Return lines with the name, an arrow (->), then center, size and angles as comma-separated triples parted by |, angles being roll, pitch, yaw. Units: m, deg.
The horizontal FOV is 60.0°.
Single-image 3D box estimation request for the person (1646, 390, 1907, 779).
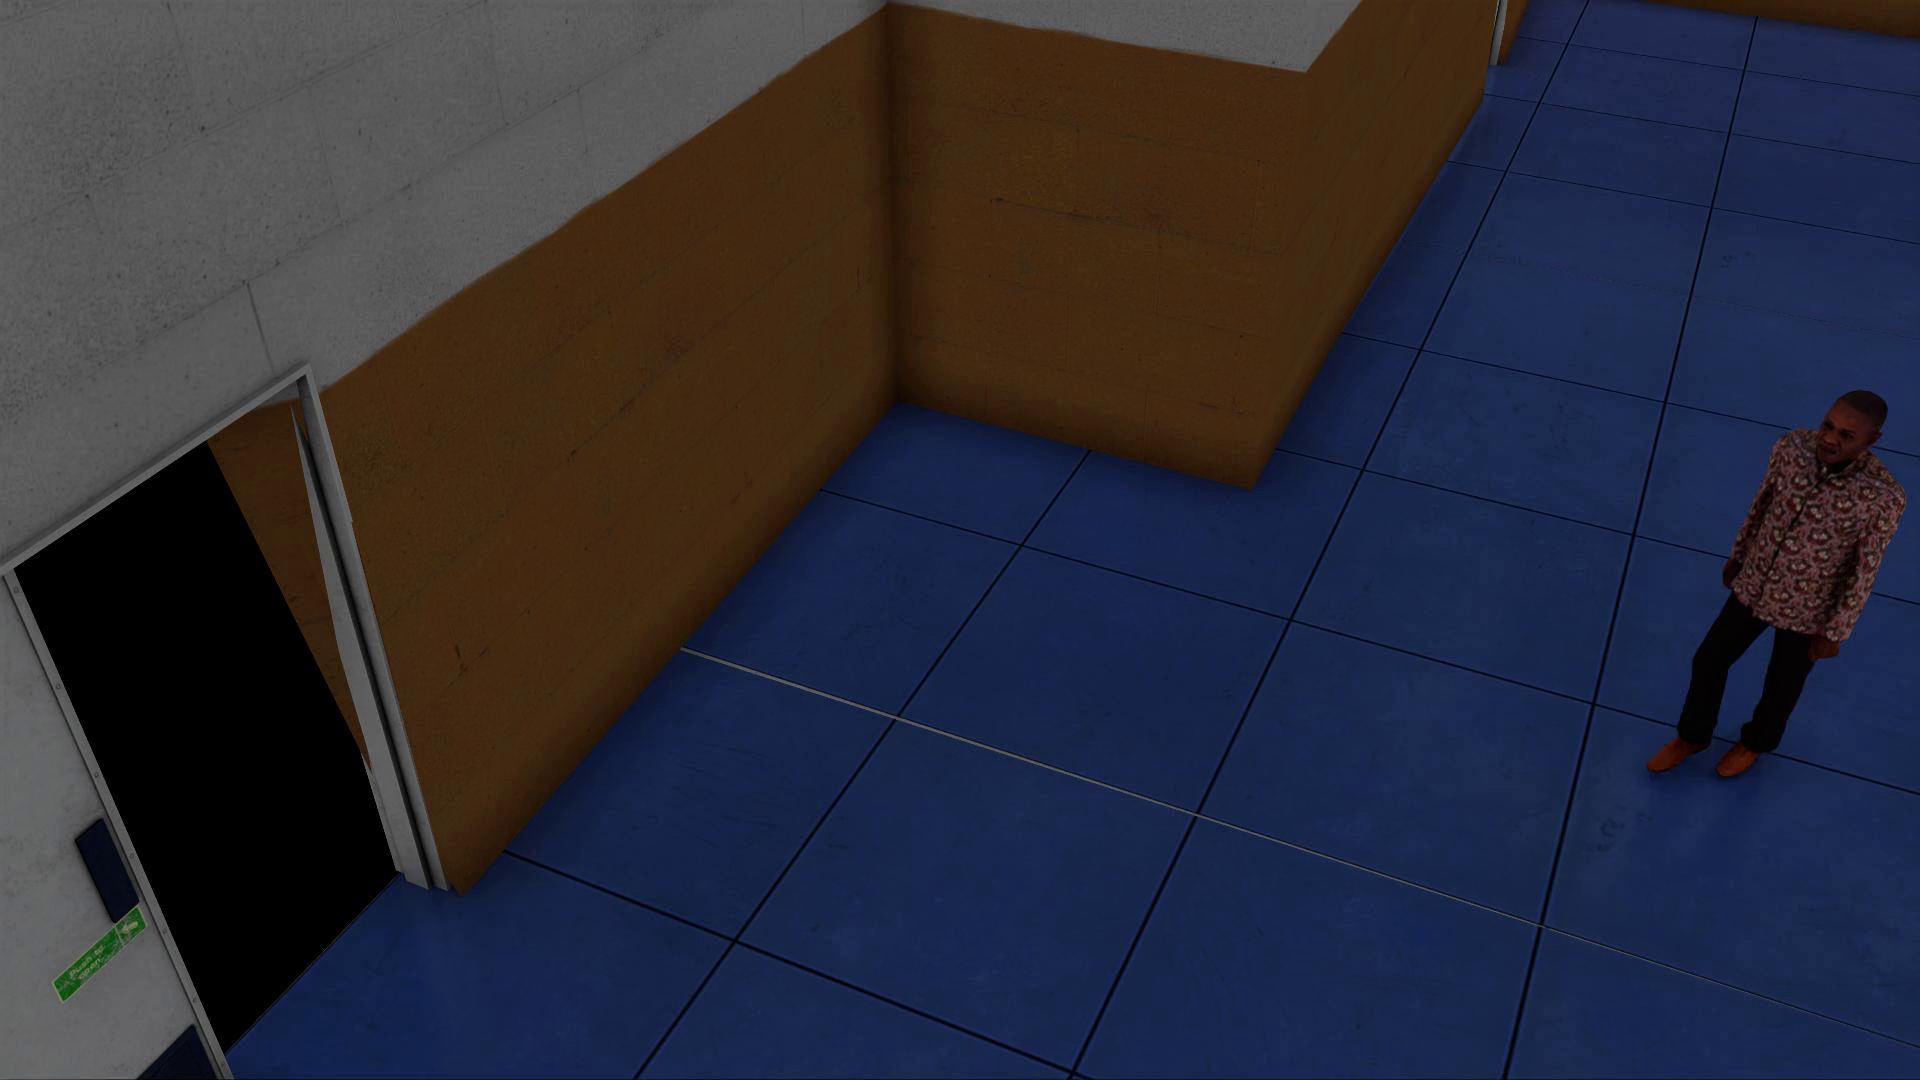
person -> 3.214, 0.170, 6.340 | 0.954, 1.789, 0.882 | -24, 43, -28
